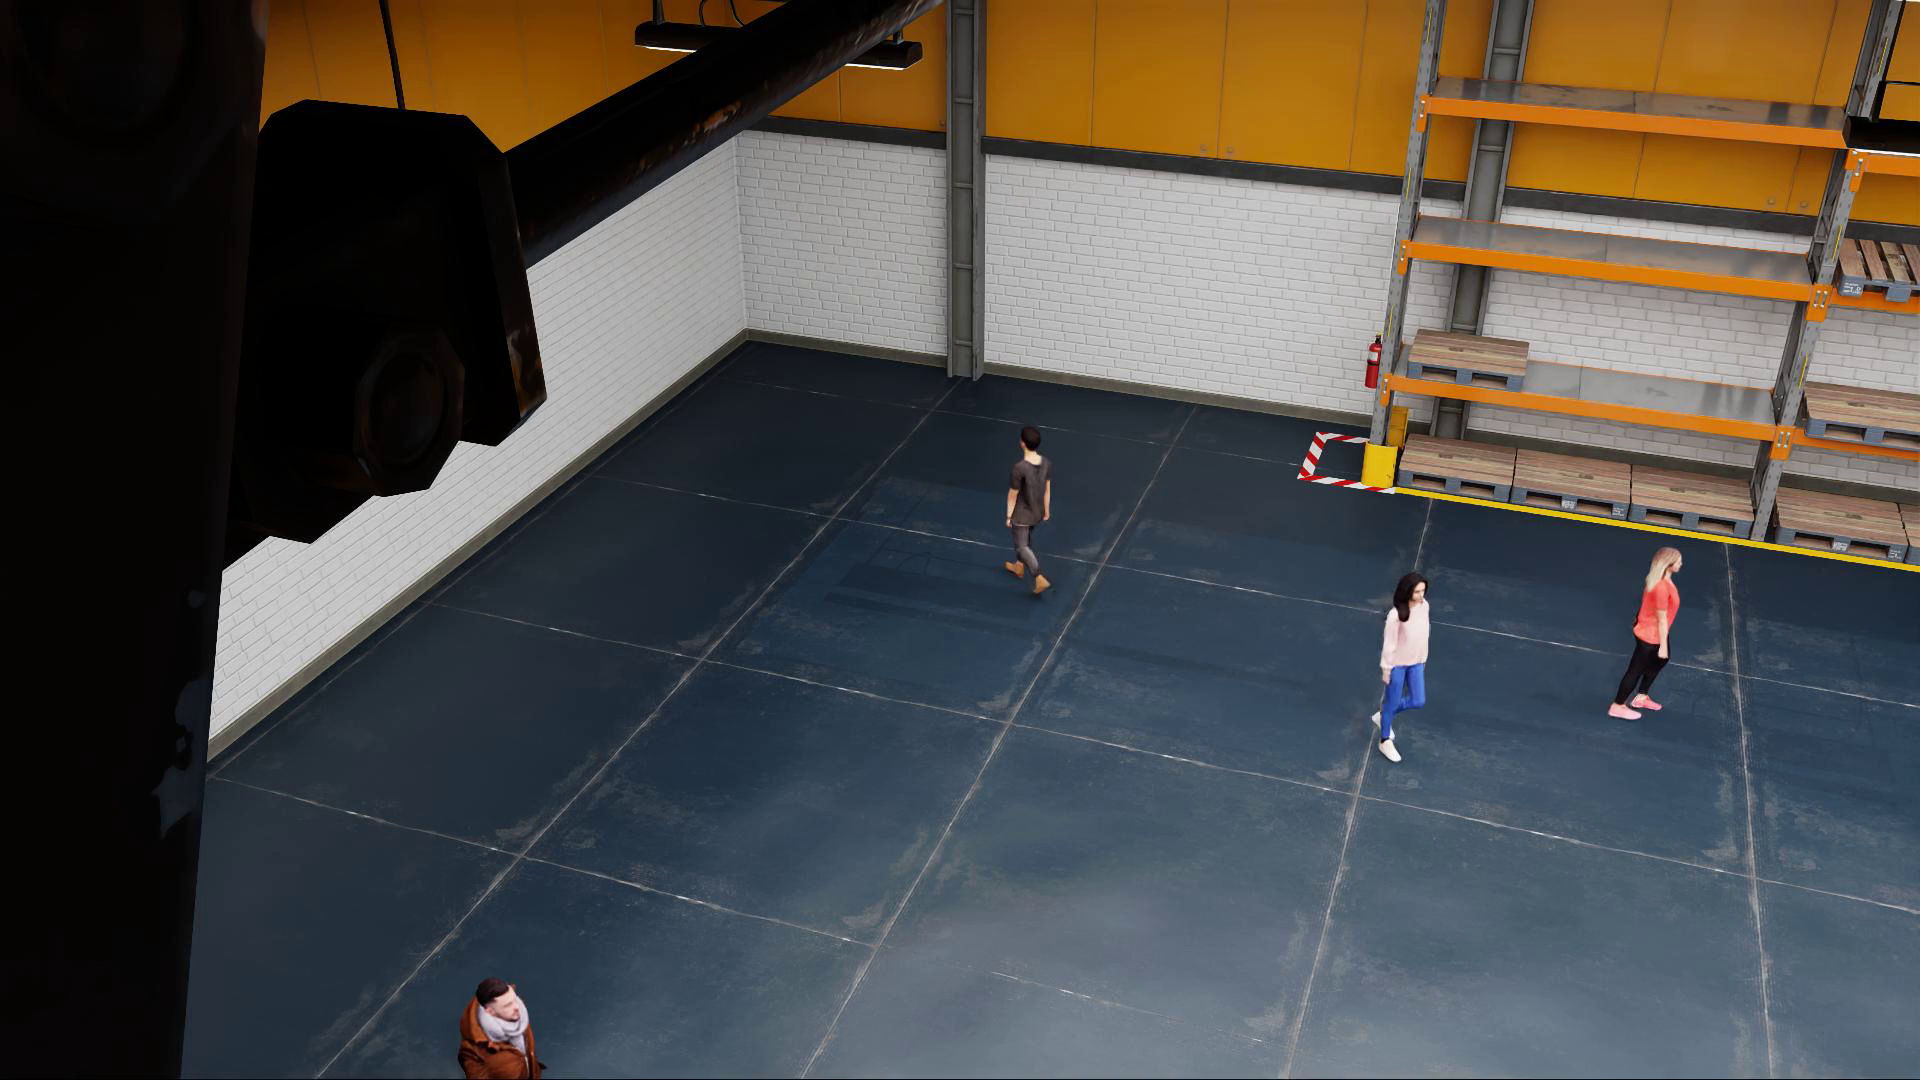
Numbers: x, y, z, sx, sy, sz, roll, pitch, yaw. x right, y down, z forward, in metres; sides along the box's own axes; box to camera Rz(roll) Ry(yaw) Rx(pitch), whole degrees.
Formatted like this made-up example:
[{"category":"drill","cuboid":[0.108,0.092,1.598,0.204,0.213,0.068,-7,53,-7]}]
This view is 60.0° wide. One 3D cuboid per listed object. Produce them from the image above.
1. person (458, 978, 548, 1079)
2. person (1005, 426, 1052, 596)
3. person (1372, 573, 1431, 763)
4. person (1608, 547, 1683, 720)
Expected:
[{"category":"person","cuboid":[-2.661,3.243,9.577,0.867,1.825,0.692,9,30,16]},{"category":"person","cuboid":[0.687,-0.267,16.152,0.980,1.692,1.127,-19,34,-31]},{"category":"person","cuboid":[3.602,0.994,13.769,0.823,1.759,0.878,-15,32,-26]},{"category":"person","cuboid":[5.798,0.798,14.213,0.696,1.677,0.647,7,29,13]}]
